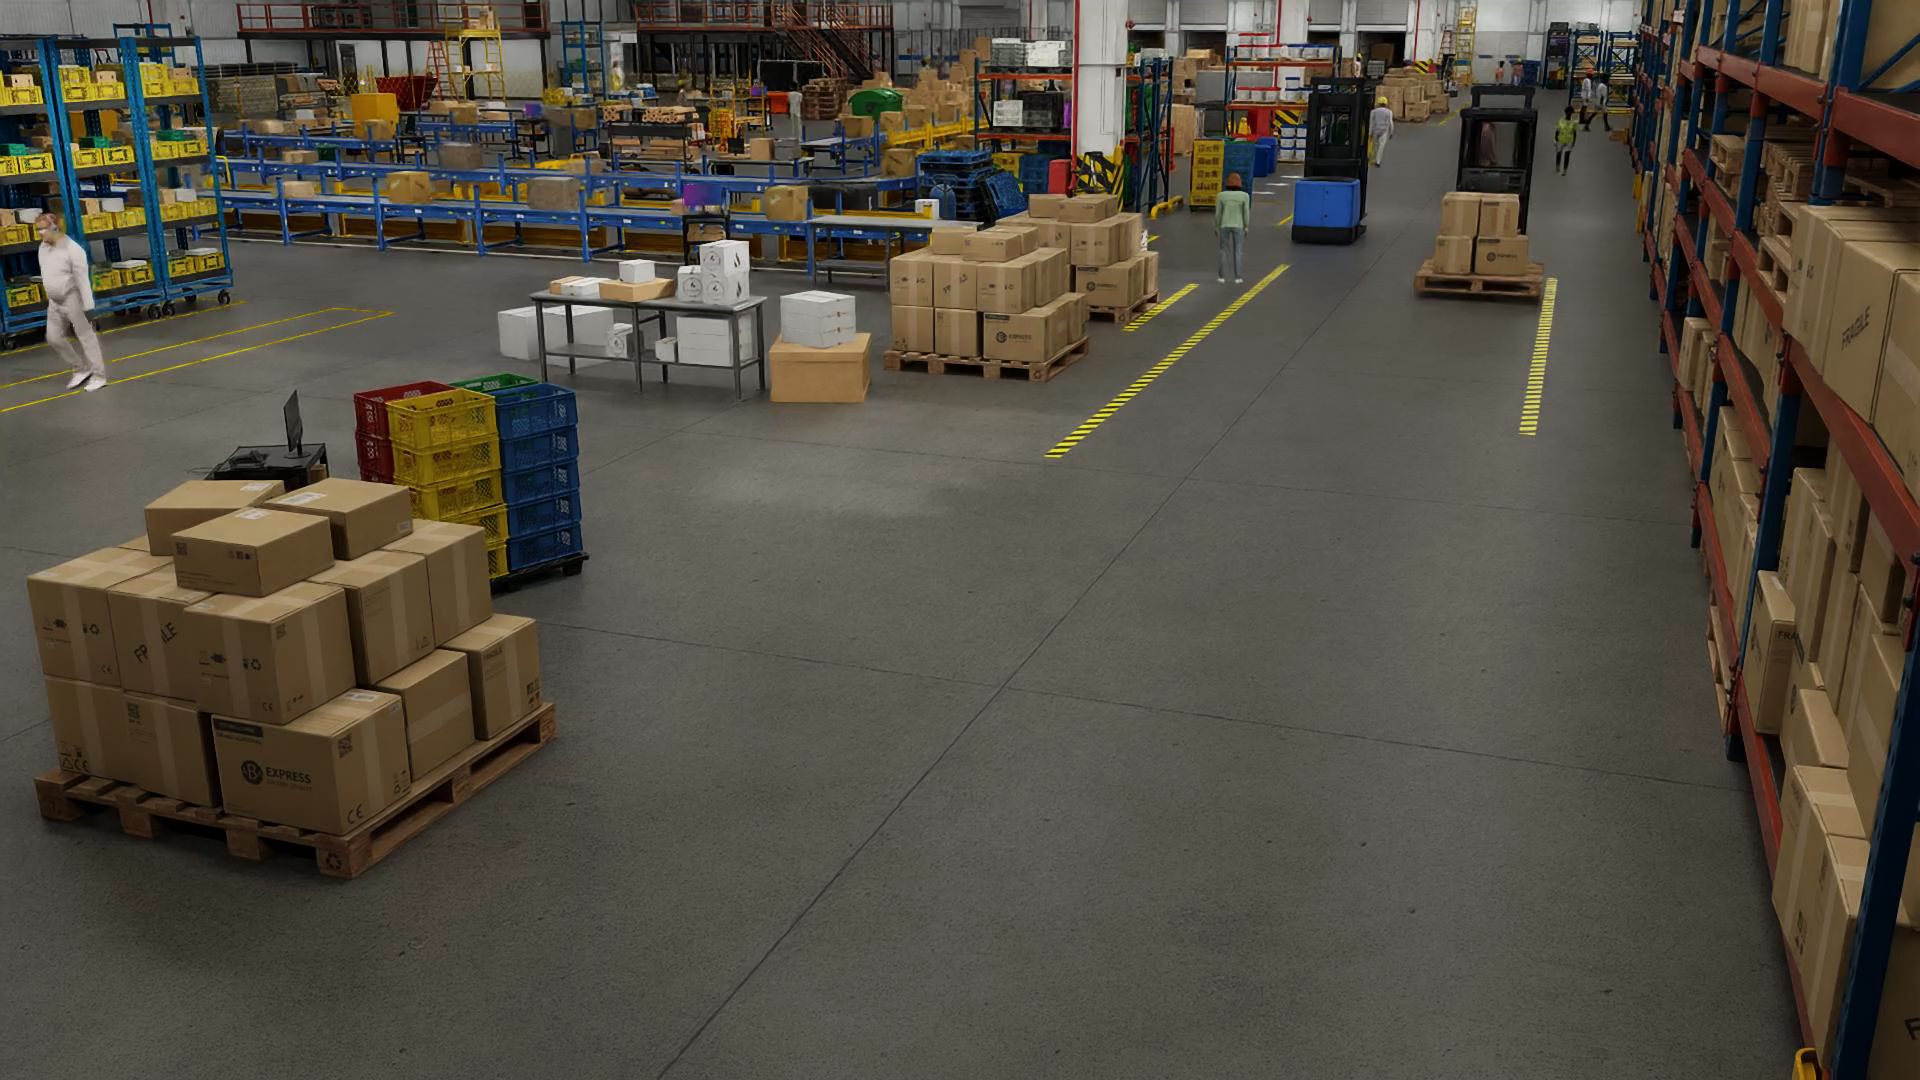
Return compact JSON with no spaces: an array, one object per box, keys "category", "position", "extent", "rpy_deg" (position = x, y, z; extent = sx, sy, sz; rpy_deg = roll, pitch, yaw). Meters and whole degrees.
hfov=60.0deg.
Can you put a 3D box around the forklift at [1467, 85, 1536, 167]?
[{"category":"forklift","position":[8.284,-5.601,25.755],"extent":[1.129,2.768,1.873],"rpy_deg":[6,19,18]}]

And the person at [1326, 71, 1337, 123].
[{"category":"person","position":[12.852,-15.219,57.526],"extent":[0.399,1.924,0.583],"rpy_deg":[-2,18,-5]}]

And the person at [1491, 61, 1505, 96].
[{"category":"person","position":[25.745,-22.039,79.414],"extent":[0.533,1.649,0.855],"rpy_deg":[-6,19,-18]}]

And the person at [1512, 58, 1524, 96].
[{"category":"person","position":[26.789,-22.174,79.675],"extent":[0.536,1.735,0.757],"rpy_deg":[-5,18,-15]}]

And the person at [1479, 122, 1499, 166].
[{"category":"person","position":[11.029,-7.913,34.673],"extent":[0.911,1.862,0.648],"rpy_deg":[4,18,11]}]

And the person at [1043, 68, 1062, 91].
[{"category":"person","position":[3.337,-15.857,59.341],"extent":[0.672,2.000,0.536],"rpy_deg":[6,19,18]}]

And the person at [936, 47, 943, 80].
[{"category":"person","position":[-1.212,-27.179,95.010],"extent":[0.435,1.980,0.659],"rpy_deg":[-7,19,-20]}]

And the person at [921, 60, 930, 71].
[{"category":"person","position":[-1.682,-20.864,75.467],"extent":[0.962,1.793,0.640],"rpy_deg":[-9,20,-27]}]

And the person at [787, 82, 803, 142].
[{"category":"person","position":[-5.029,-13.026,50.779],"extent":[0.521,1.840,0.487],"rpy_deg":[4,18,12]}]

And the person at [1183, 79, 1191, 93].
[{"category":"person","position":[7.737,-14.974,57.160],"extent":[0.495,1.684,0.536],"rpy_deg":[5,18,15]}]

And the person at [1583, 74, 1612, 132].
[{"category":"person","position":[21.491,-14.661,55.818],"extent":[1.033,1.915,0.608],"rpy_deg":[-2,18,-5]}]

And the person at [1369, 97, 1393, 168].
[{"category":"person","position":[10.953,-10.611,43.293],"extent":[0.588,1.782,0.989],"rpy_deg":[8,20,25]}]

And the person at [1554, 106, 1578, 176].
[{"category":"person","position":[14.964,-9.875,41.116],"extent":[0.544,1.683,0.564],"rpy_deg":[5,18,14]}]

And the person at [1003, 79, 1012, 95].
[{"category":"person","position":[1.774,-17.800,65.512],"extent":[1.037,1.994,0.639],"rpy_deg":[-2,18,-8]}]

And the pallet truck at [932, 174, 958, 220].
[{"category":"pallet truck","position":[-0.507,-5.292,27.348],"extent":[0.653,1.274,1.630],"rpy_deg":[6,19,19]}]

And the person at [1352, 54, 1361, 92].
[{"category":"person","position":[19.256,-22.586,80.664],"extent":[0.364,1.930,0.588],"rpy_deg":[12,21,33]}]

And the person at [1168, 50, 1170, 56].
[{"category":"person","position":[10.920,-24.775,87.544],"extent":[0.614,1.932,0.482],"rpy_deg":[-7,19,-22]}]

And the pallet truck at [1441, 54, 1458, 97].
[{"category":"pallet truck","position":[22.765,-21.886,78.355],"extent":[0.823,1.965,1.885],"rpy_deg":[-4,18,-14]}]

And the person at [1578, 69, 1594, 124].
[{"category":"person","position":[22.519,-15.933,59.749],"extent":[0.370,1.935,0.550],"rpy_deg":[2,18,7]}]

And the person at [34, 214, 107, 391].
[{"category":"person","position":[-9.463,-2.514,17.680],"extent":[0.758,1.875,0.497],"rpy_deg":[8,19,24]}]

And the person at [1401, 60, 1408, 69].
[{"category":"person","position":[19.645,-20.427,74.059],"extent":[0.766,1.814,0.657],"rpy_deg":[1,18,4]}]

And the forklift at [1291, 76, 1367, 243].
[{"category":"forklift","position":[6.598,-6.755,29.381],"extent":[1.129,2.768,1.873],"rpy_deg":[6,19,19]}]

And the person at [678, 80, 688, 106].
[{"category":"person","position":[-9.126,-14.349,55.147],"extent":[0.879,1.741,0.532],"rpy_deg":[3,18,8]}]

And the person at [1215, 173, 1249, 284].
[{"category":"person","position":[4.035,-4.628,24.721],"extent":[0.503,1.631,0.283],"rpy_deg":[4,18,12]}]

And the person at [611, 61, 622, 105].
[{"category":"person","position":[-14.671,-19.505,71.076],"extent":[0.469,1.871,0.614],"rpy_deg":[10,20,29]}]
